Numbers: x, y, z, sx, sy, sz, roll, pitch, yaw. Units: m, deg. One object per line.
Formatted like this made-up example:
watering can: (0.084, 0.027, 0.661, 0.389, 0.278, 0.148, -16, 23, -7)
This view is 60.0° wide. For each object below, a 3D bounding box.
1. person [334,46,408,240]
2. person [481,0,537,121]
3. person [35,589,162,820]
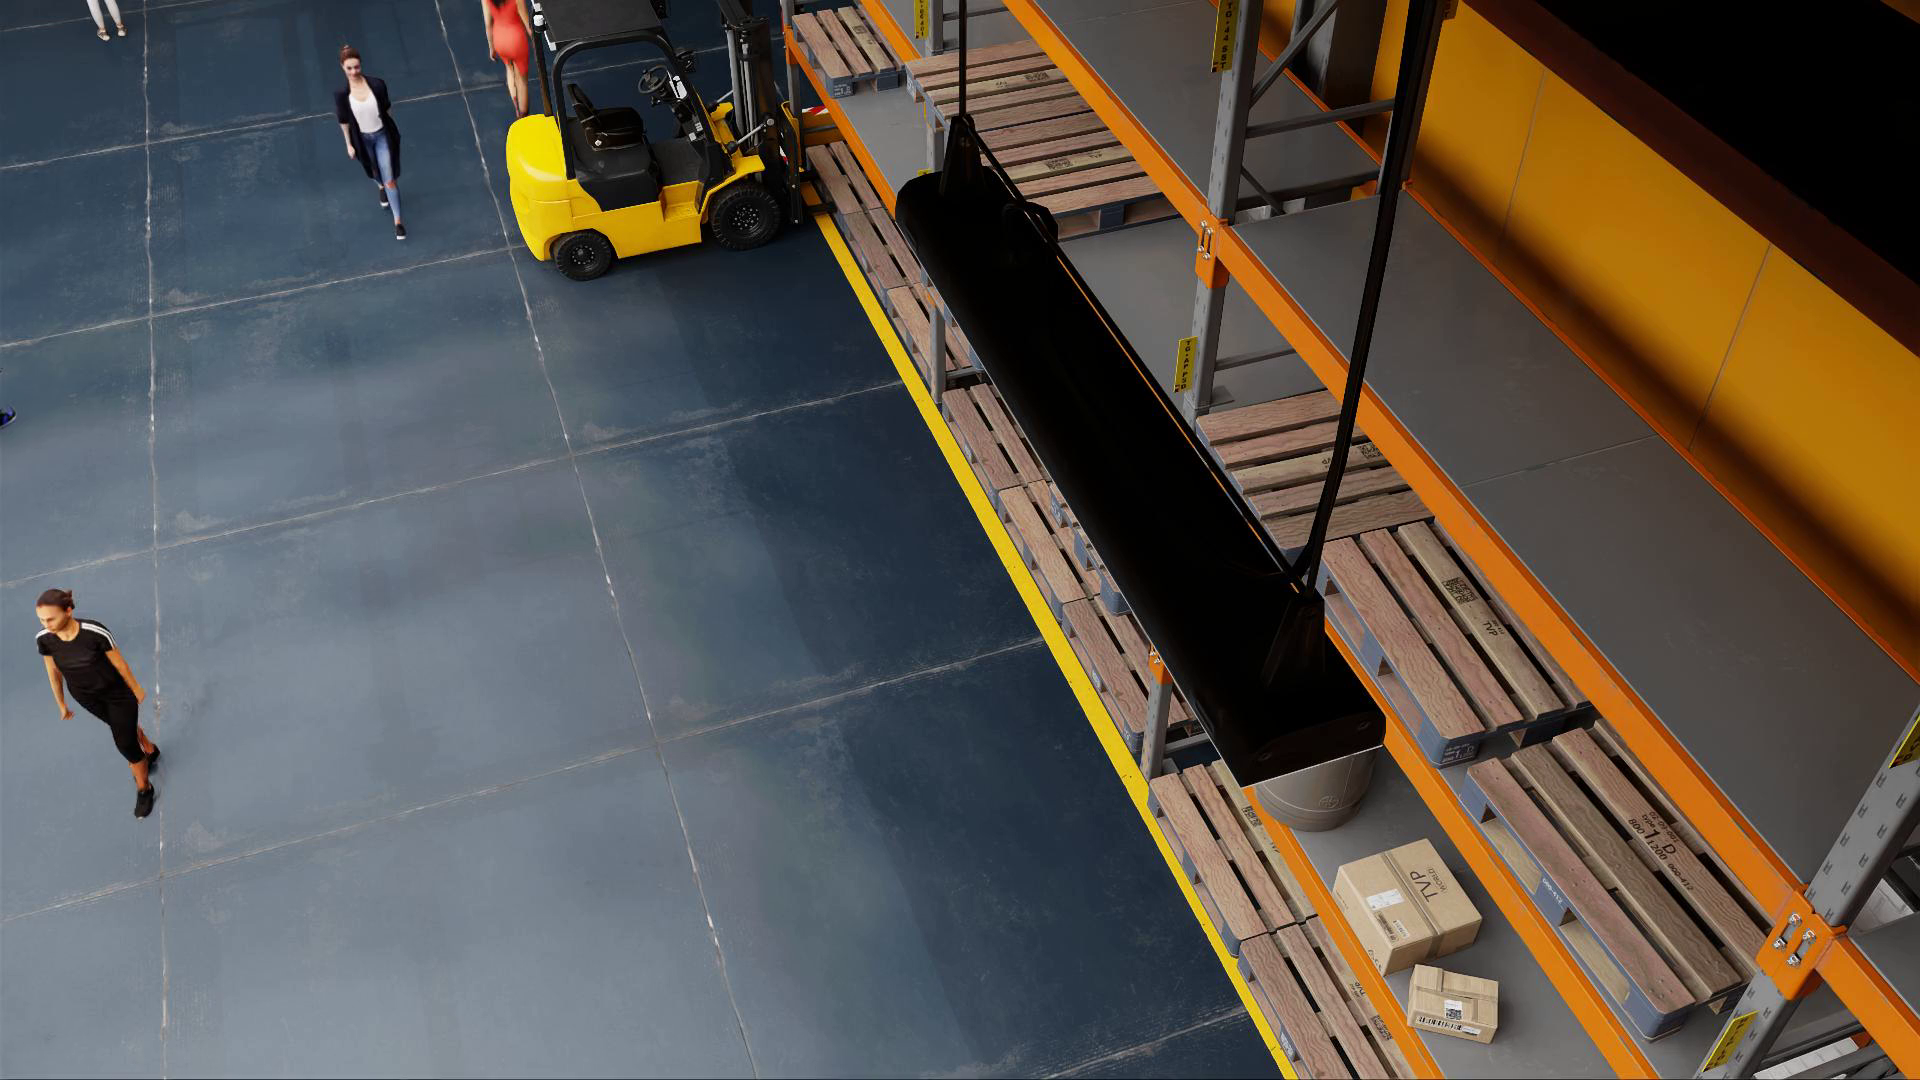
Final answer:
person: (-5.154, -3.538, 14.548, 0.625, 1.633, 1.100, -14, 45, -15)
person: (-4.228, -4.581, 15.589, 0.728, 1.706, 0.746, 5, 44, 6)
person: (-5.088, 0.839, 9.939, 0.769, 1.652, 0.904, 2, 44, 2)
